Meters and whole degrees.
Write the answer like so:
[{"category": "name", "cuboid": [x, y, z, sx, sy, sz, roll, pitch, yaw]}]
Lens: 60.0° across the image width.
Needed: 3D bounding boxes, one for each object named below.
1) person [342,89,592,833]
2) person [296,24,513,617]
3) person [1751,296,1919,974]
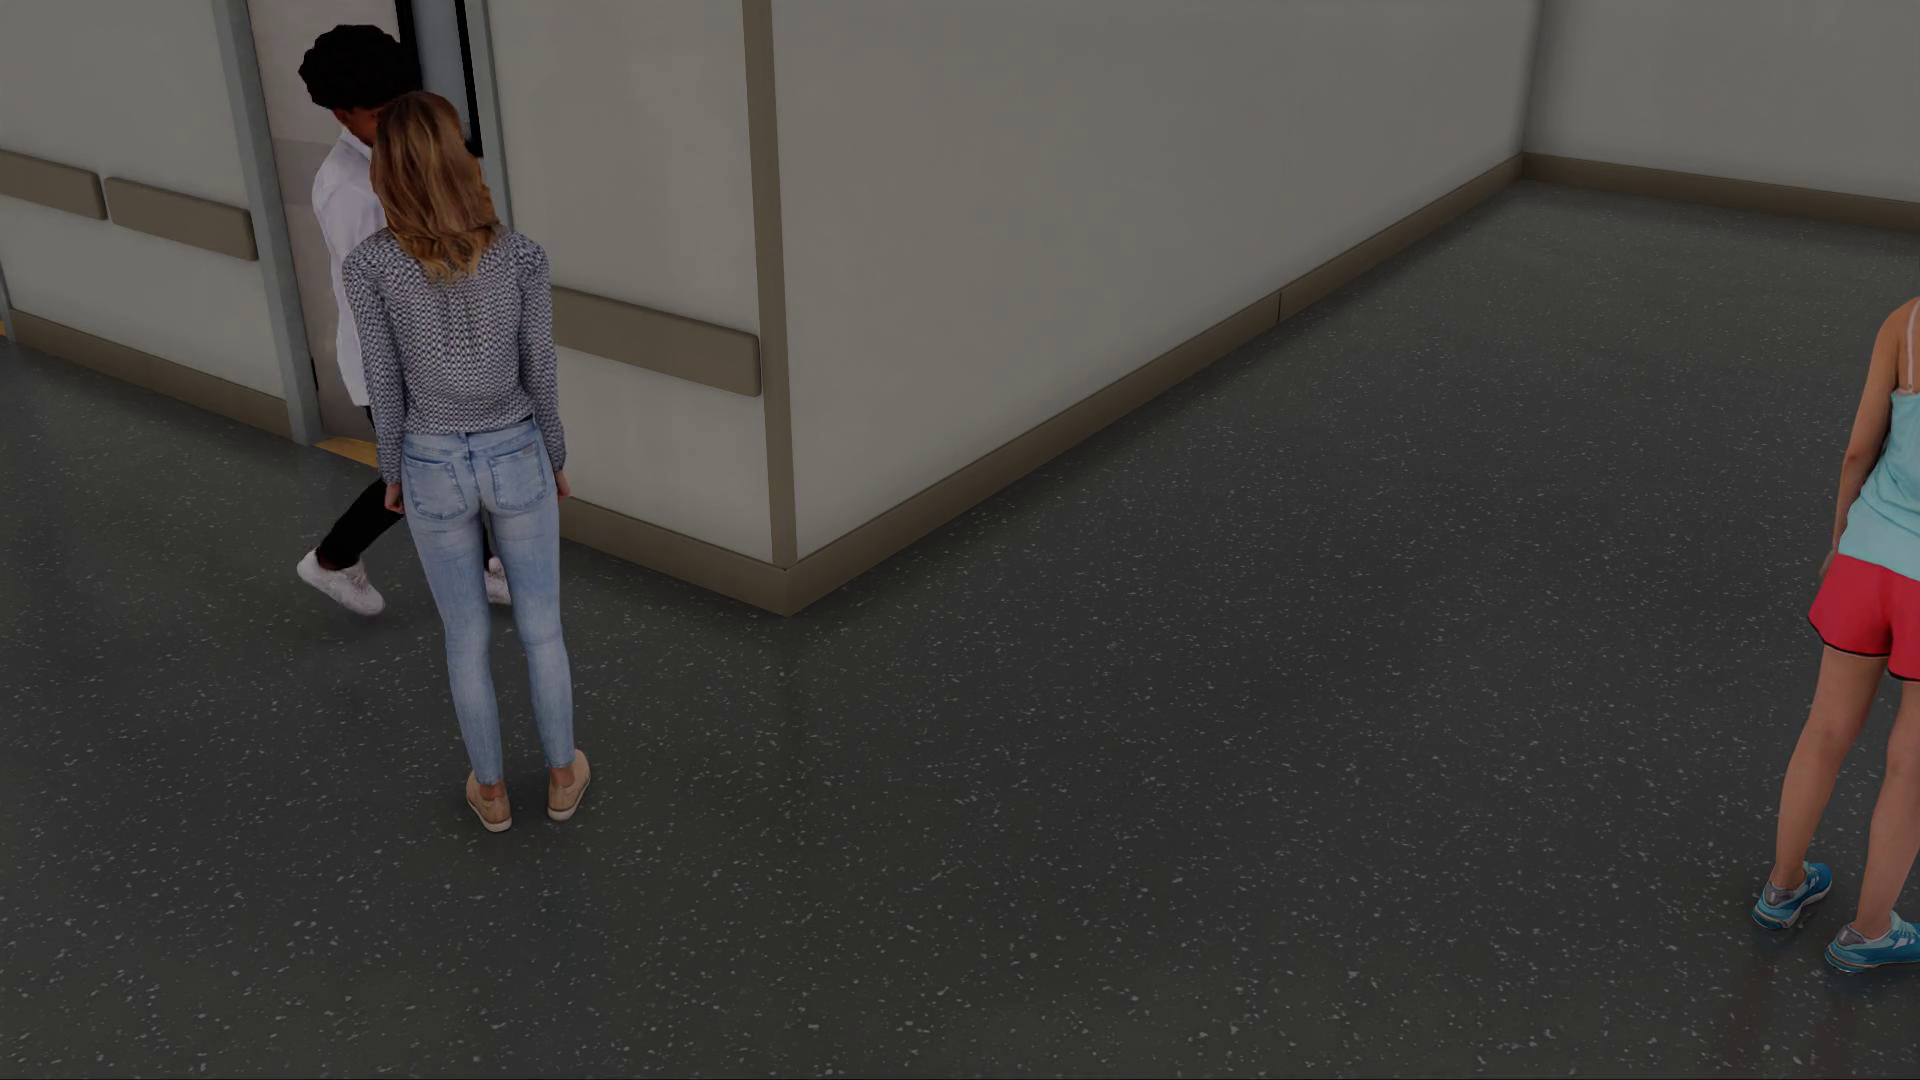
[{"category": "person", "cuboid": [-1.126, -0.137, 3.885, 0.636, 1.794, 0.718, -7, 27, -15]}, {"category": "person", "cuboid": [-1.680, -0.546, 4.744, 1.048, 1.784, 1.041, -1, 26, -1]}, {"category": "person", "cuboid": [1.994, 0.091, 3.446, 0.699, 1.765, 0.688, -14, 29, -27]}]
